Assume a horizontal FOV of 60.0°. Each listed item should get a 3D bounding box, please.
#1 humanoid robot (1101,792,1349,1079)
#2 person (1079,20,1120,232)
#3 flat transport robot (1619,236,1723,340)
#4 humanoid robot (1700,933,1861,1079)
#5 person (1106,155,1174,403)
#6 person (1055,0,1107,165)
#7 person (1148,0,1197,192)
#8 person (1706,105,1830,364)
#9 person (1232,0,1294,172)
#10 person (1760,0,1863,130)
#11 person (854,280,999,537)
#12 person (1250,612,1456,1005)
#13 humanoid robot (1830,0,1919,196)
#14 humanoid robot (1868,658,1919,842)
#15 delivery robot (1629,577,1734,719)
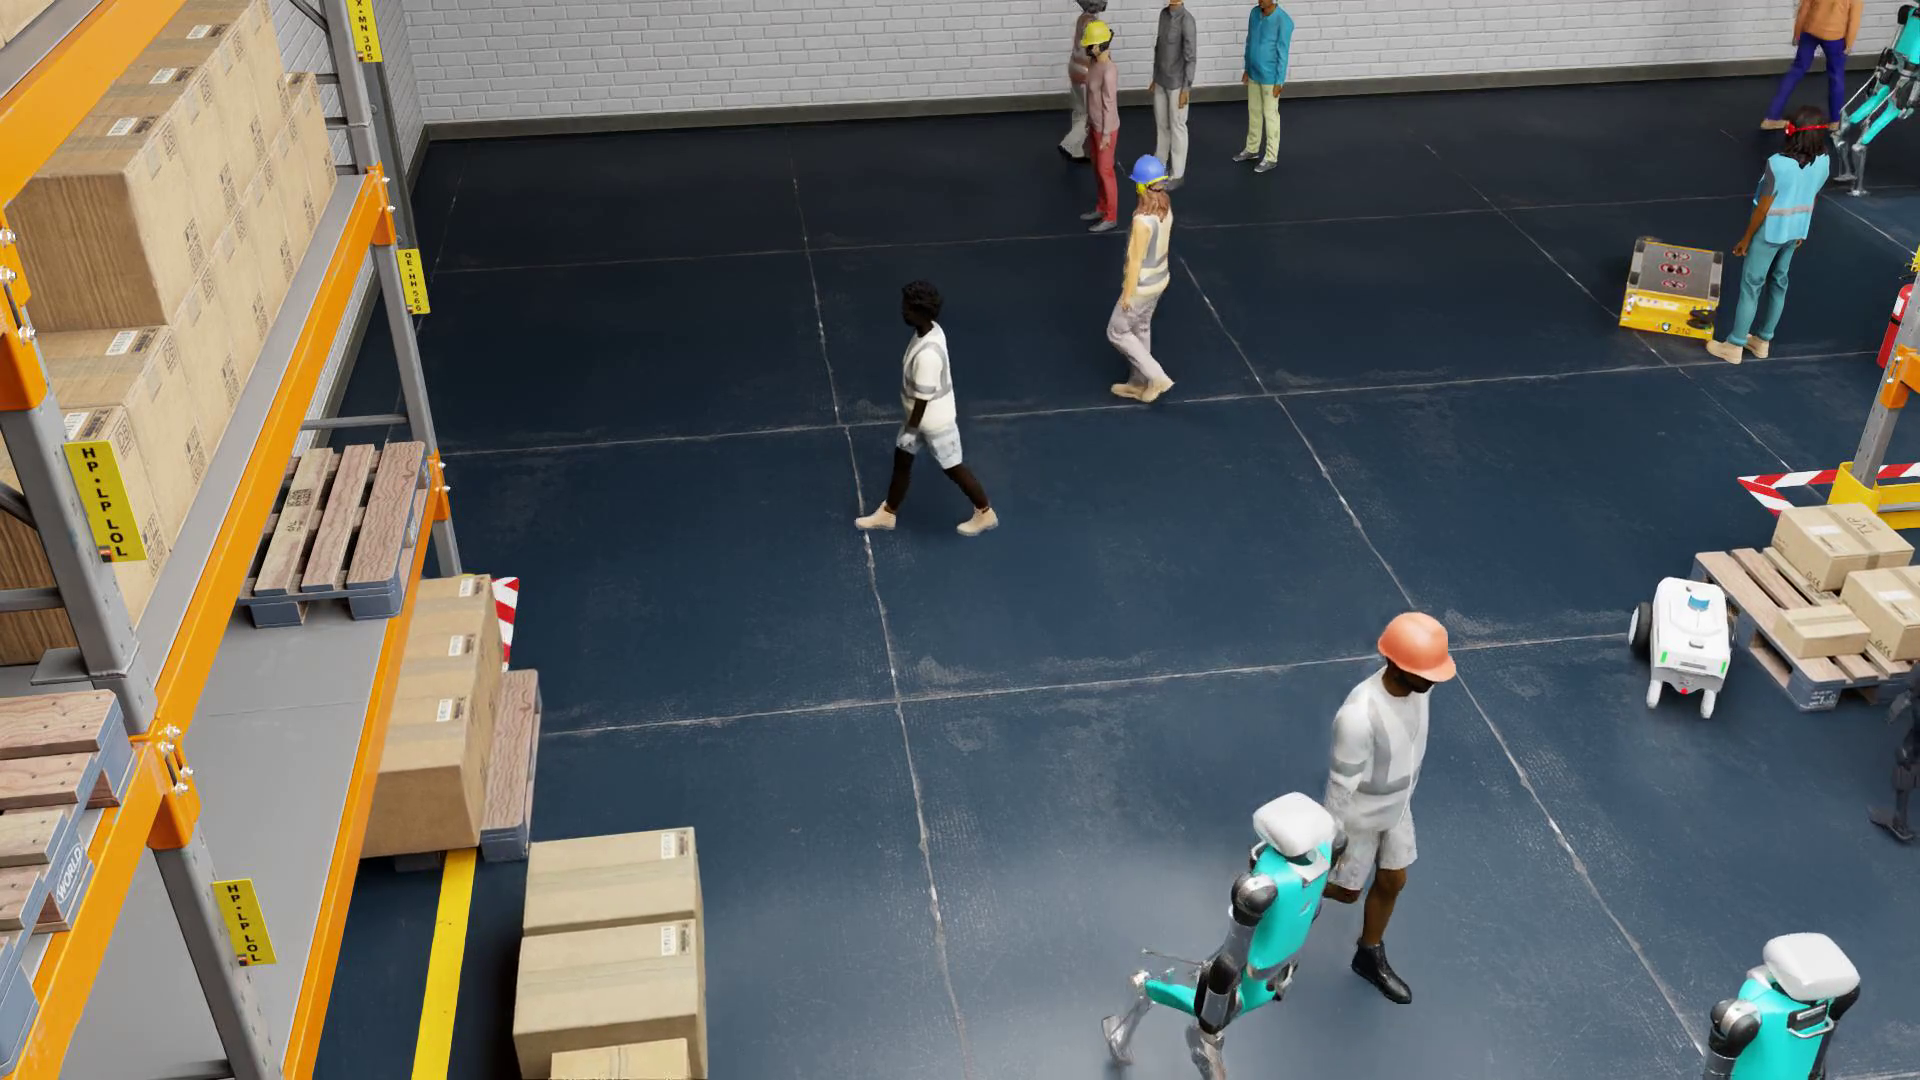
[{"bbox_3d":[0.872,1.513,6.225,0.561,1.764,0.986,-27,42,-35],"label":"humanoid robot"},{"bbox_3d":[1.135,-3.408,13.724,0.369,1.752,0.516,-6,34,-8],"label":"person"},{"bbox_3d":[5.508,-1.959,12.854,0.659,0.231,1.431,13,35,19],"label":"flat transport robot"},{"bbox_3d":[2.614,2.152,5.320,0.569,1.912,0.714,-13,35,-19],"label":"humanoid robot"},{"bbox_3d":[1.212,-1.693,11.077,0.421,1.752,0.503,17,37,24],"label":"person"},{"bbox_3d":[1.130,-4.182,14.968,0.441,1.666,0.445,-6,34,-9],"label":"person"},{"bbox_3d":[1.858,-3.993,14.482,0.397,1.898,0.530,-16,36,-23],"label":"person"},{"bbox_3d":[5.704,-2.122,11.644,0.519,1.866,0.391,-10,35,-16],"label":"person"},{"bbox_3d":[2.714,-4.200,14.941,0.357,1.742,0.561,-17,37,-24],"label":"person"},{"bbox_3d":[8.223,-4.839,15.757,0.603,1.925,0.727,27,42,35],"label":"person"},{"bbox_3d":[-0.172,-0.737,9.718,0.875,1.650,0.532,-4,33,-6],"label":"person"},{"bbox_3d":[1.612,1.031,6.779,0.559,1.912,0.745,-26,41,-34],"label":"person"},{"bbox_3d":[7.954,-3.856,14.385,0.739,1.754,0.530,-10,34,-14],"label":"humanoid robot"},{"bbox_3d":[4.526,0.705,7.490,0.614,1.630,0.438,-3,33,-5],"label":"humanoid robot"},{"bbox_3d":[3.846,0.528,8.800,0.499,0.614,0.815,10,35,15],"label":"delivery robot"}]
